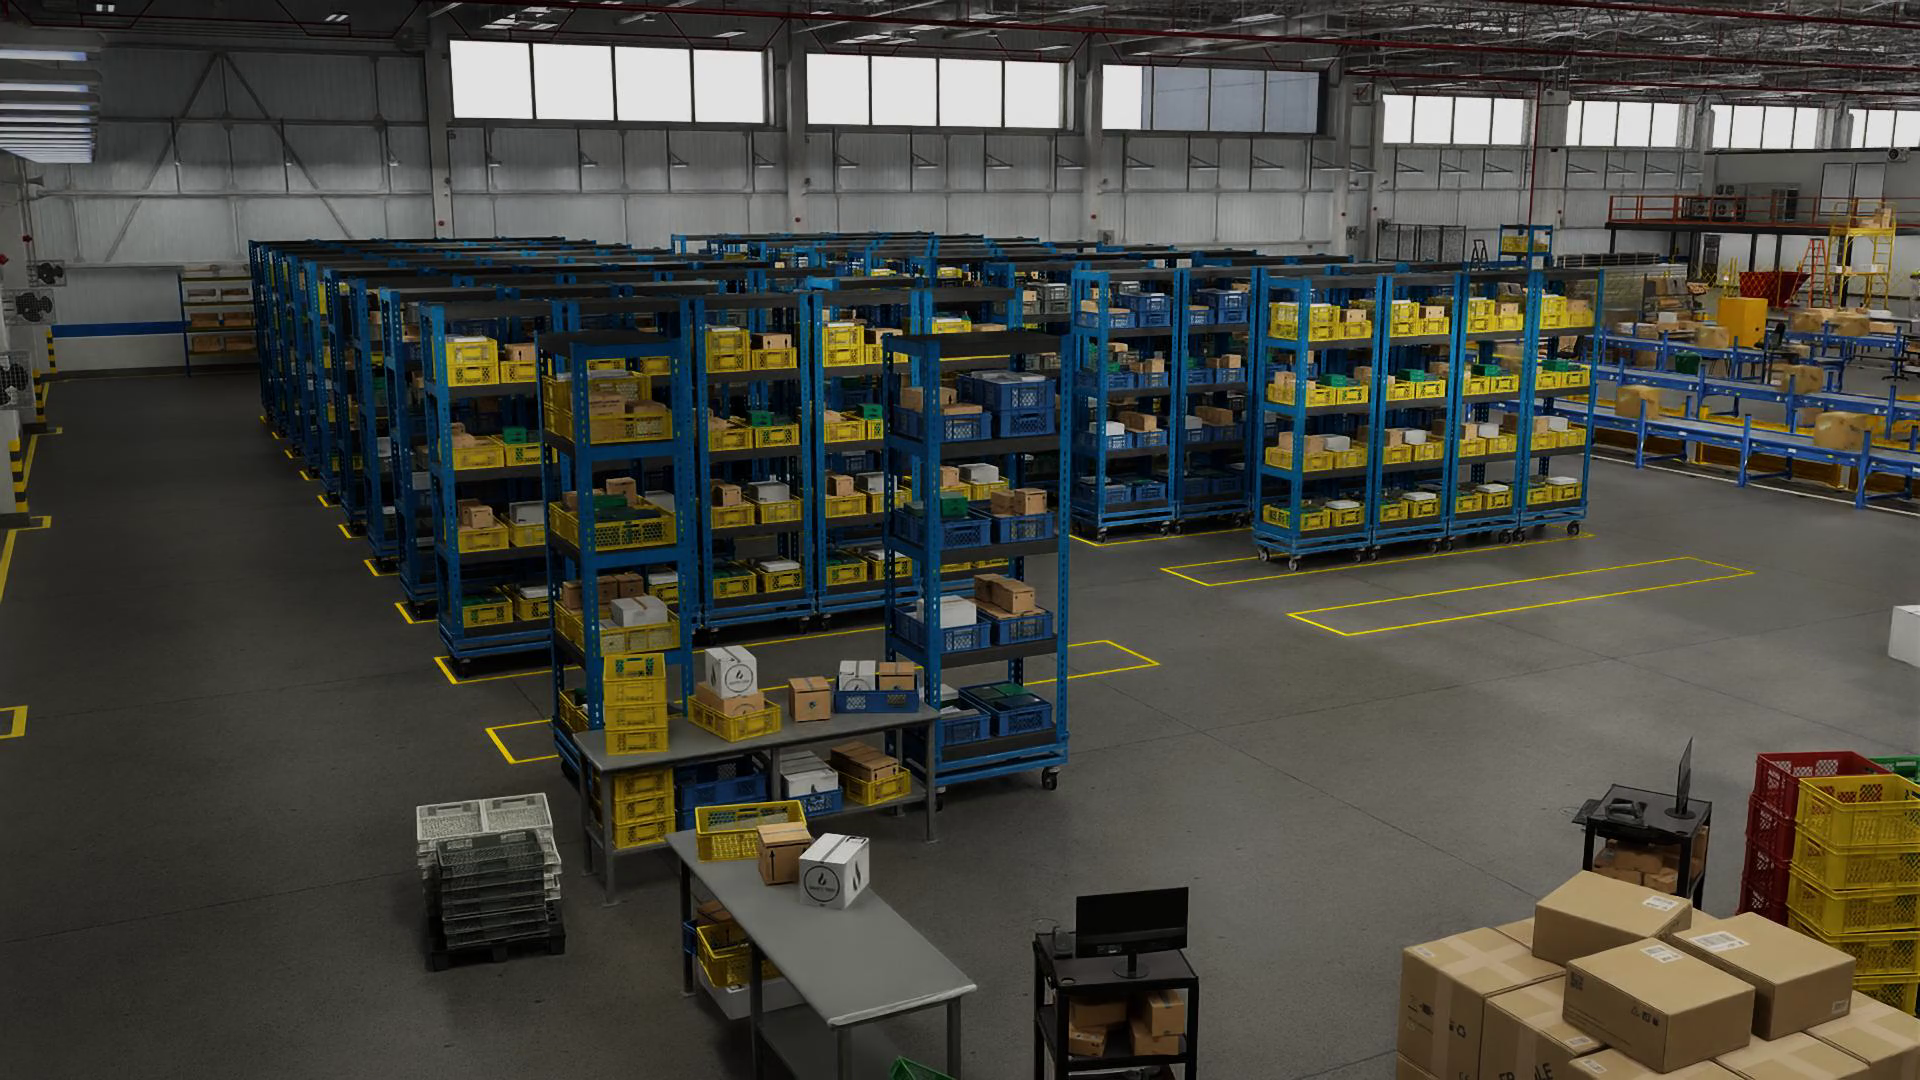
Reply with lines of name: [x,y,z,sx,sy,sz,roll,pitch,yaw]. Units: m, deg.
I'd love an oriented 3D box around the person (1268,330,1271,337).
person: [8.162,-5.710,44.885,0.553,1.733,0.786,8,15,34]

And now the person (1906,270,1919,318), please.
person: [33.357,-8.572,58.285,0.505,1.730,0.354,-6,14,-28]

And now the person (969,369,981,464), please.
person: [0.328,-1.749,25.765,1.063,1.990,0.620,-6,13,-26]
